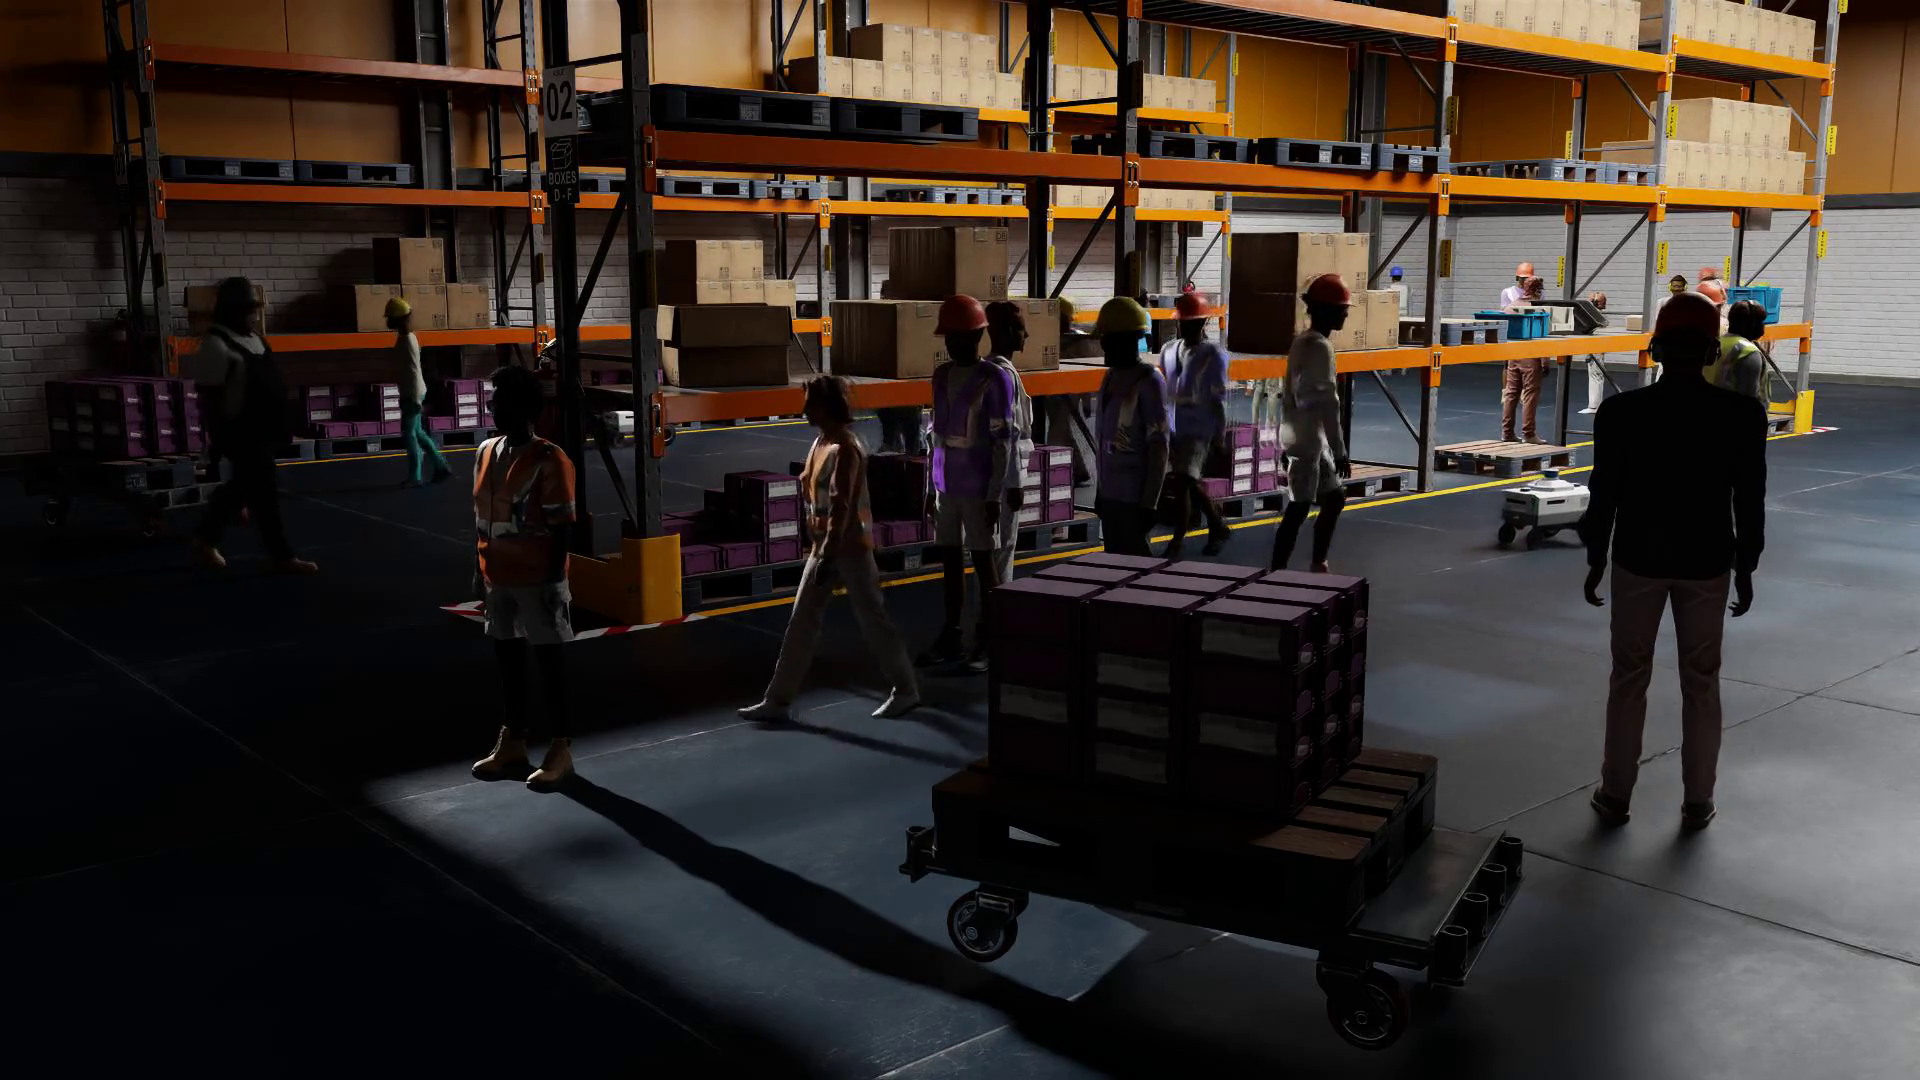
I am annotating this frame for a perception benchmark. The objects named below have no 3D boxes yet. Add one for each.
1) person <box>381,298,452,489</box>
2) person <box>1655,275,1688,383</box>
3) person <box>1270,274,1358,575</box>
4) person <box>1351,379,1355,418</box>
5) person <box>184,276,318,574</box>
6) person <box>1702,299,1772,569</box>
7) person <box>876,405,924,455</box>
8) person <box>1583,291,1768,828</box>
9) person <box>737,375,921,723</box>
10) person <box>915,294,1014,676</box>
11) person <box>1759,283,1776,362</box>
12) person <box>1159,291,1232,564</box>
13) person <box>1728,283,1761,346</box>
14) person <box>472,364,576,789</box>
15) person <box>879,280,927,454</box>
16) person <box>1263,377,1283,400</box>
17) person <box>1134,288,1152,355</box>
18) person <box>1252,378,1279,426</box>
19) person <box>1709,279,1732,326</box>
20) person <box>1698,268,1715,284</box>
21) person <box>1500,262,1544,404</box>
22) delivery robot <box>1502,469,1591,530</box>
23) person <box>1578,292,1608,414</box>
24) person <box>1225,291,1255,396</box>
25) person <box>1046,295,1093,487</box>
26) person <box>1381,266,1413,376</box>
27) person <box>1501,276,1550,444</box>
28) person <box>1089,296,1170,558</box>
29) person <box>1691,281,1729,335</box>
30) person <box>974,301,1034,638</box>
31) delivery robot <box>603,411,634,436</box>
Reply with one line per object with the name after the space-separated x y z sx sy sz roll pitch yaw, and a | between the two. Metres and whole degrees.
-4.965 -1.342 15.296 0.641 1.739 0.534 -4 11 -23 | person
9.889 -2.728 23.031 0.513 1.865 0.329 2 10 10 | person
2.193 -0.585 10.058 0.749 2.016 0.612 1 10 6 | person
4.983 -2.568 21.875 0.634 1.938 0.355 1 10 3 | person
-4.839 -0.789 11.156 0.941 2.000 0.683 0 10 0 | person
5.291 -0.722 11.389 0.431 1.835 0.625 0 10 -1 | person
-0.558 -1.147 14.524 0.504 1.612 0.696 5 11 28 | person
2.647 0.082 6.196 0.619 1.994 0.381 3 10 15 | person
-0.561 0.052 7.536 0.853 1.593 0.524 -4 11 -25 | person
0.016 -0.280 8.487 0.544 1.936 0.359 9 13 43 | person
12.086 -3.026 25.204 0.532 1.716 0.887 6 11 30 | person
1.629 -0.768 11.474 0.951 1.903 0.554 -8 13 -39 | person
10.068 -2.469 21.746 0.888 1.782 0.605 -3 10 -19 | person
-1.766 0.144 6.697 0.536 1.699 0.318 6 11 32 | person
-0.614 -1.639 16.571 0.487 1.896 0.643 -3 10 -19 | person
4.597 -2.984 24.655 0.404 1.826 0.592 -7 12 -35 | person
2.411 -2.544 22.439 0.318 1.697 0.534 -6 12 -33 | person
3.621 -2.123 19.475 0.310 1.868 0.532 -7 12 -37 | person
7.205 -1.542 15.983 0.405 1.903 0.636 -5 11 -26 | person
11.476 -3.195 25.585 0.612 1.958 1.001 3 10 15 | person
8.028 -2.946 23.807 0.605 2.036 0.383 1 10 6 | person
4.343 -0.280 12.250 0.707 0.478 0.477 -5 11 -28 | delivery robot
8.563 -2.513 22.426 0.308 1.641 0.511 6 11 31 | person
4.316 -3.155 25.313 0.628 1.940 0.373 6 11 32 | person
0.924 -1.313 15.004 0.592 1.787 0.955 9 14 44 | person
7.763 -3.896 29.630 0.615 1.943 0.409 -2 10 -11 | person
6.445 -2.031 18.854 0.404 1.900 0.639 -6 11 -32 | person
0.821 -0.256 8.376 0.378 1.923 0.596 -4 10 -20 | person
5.804 -1.058 13.062 0.547 1.927 0.393 8 13 40 | person
0.235 -0.351 9.058 0.355 1.882 0.575 -2 10 -12 | person
-3.615 -1.366 18.597 0.707 0.478 0.477 -7 12 -36 | delivery robot
